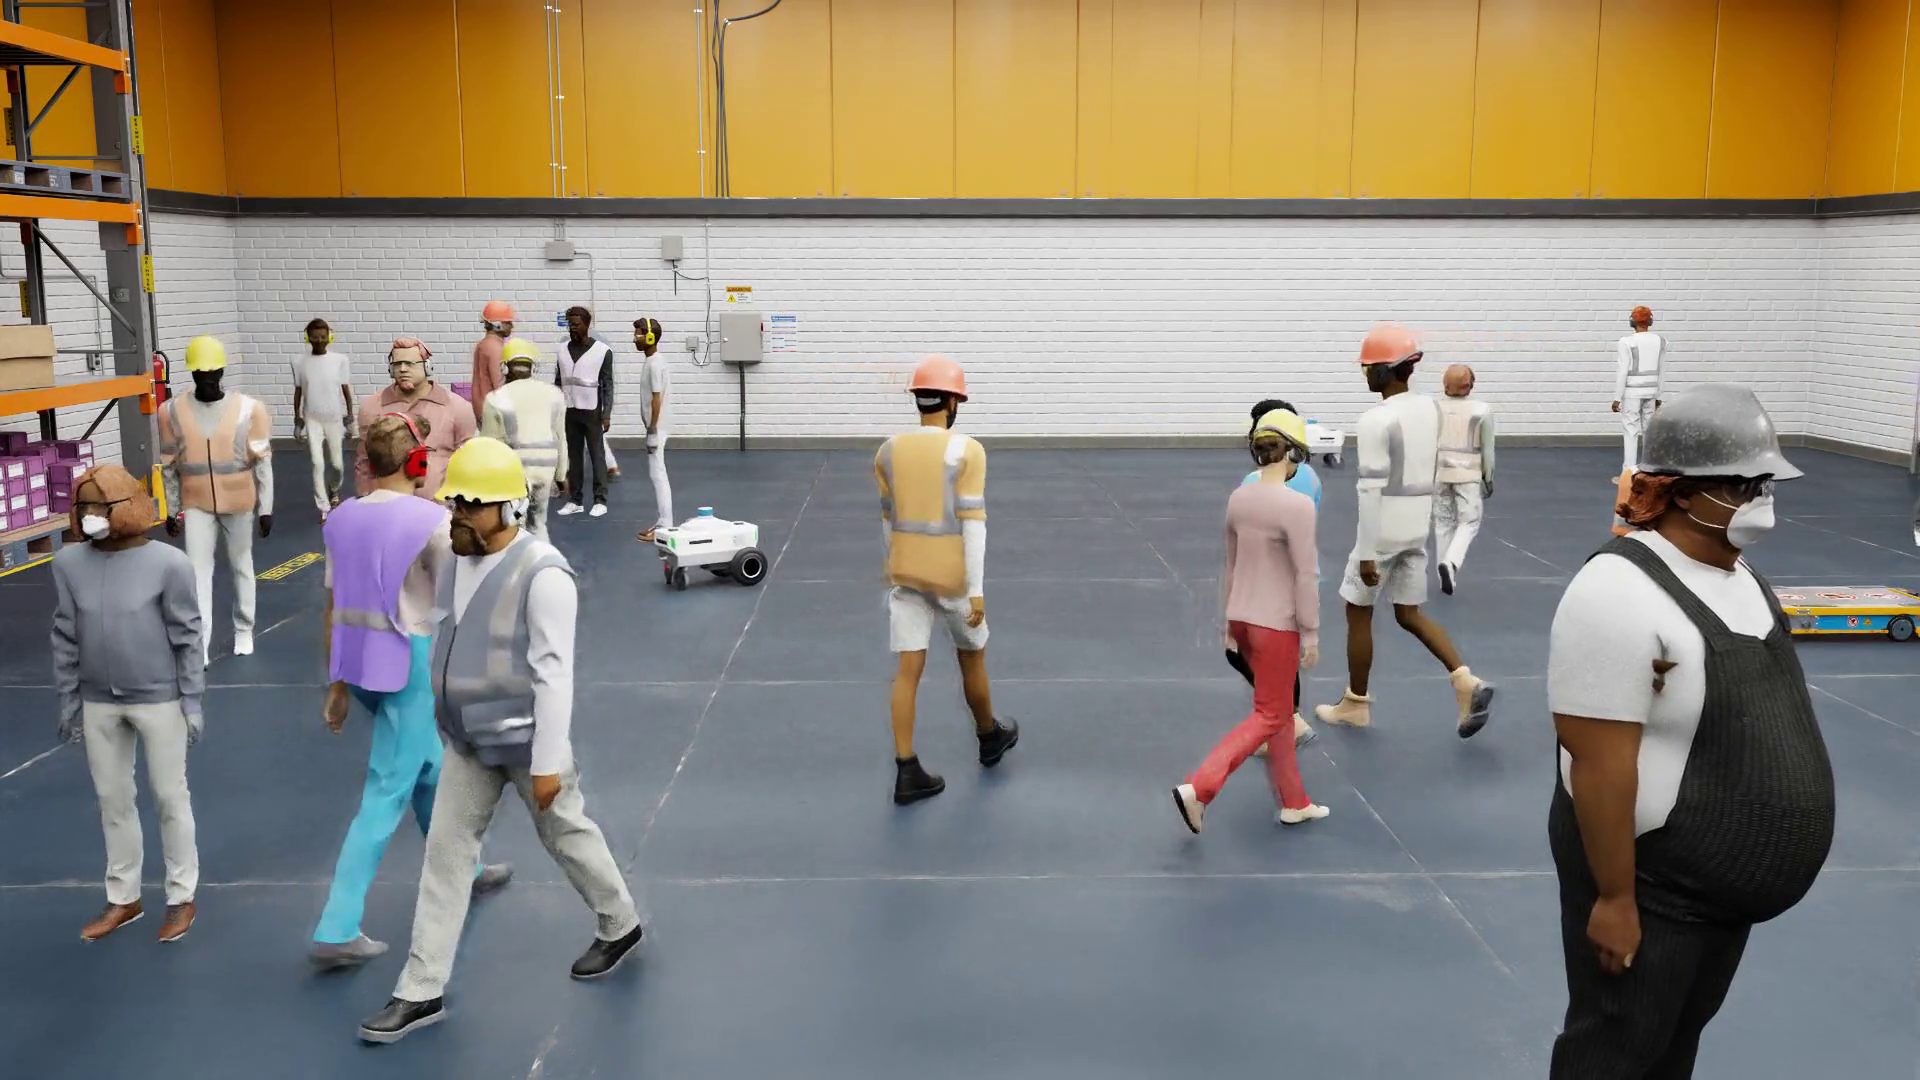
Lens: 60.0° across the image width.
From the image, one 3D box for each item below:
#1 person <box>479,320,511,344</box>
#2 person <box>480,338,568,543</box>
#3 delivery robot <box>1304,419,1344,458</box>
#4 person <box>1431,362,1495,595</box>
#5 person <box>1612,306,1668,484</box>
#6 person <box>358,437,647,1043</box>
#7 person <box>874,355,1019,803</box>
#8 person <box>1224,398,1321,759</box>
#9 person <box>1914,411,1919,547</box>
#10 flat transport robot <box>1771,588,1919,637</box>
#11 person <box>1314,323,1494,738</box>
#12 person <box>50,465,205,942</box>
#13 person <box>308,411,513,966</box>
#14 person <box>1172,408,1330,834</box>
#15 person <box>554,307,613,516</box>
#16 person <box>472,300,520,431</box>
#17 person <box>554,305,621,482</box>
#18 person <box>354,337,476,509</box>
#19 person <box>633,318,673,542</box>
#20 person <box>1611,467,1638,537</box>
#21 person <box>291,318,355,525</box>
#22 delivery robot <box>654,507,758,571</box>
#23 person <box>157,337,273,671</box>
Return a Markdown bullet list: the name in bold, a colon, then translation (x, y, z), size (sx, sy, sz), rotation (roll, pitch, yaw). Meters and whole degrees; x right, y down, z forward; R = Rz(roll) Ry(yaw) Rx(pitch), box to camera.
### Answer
- **person**: translation (-4.822, -1.539, 17.635), size (0.984, 1.896, 0.564), rotation (-3, 10, -19)
- **person**: translation (-2.914, -0.433, 11.062), size (0.622, 1.810, 0.420), rotation (-8, 12, -40)
- **delivery robot**: translation (4.009, -1.143, 18.975), size (0.707, 0.478, 0.477), rotation (-2, 9, -10)
- **person**: translation (3.406, -0.411, 11.495), size (0.518, 1.620, 0.624), rotation (6, 11, 33)
- **person**: translation (7.113, -1.506, 17.434), size (0.576, 1.879, 0.352), rotation (-2, 10, -14)
- **person**: translation (-1.368, 0.564, 5.062), size (0.593, 1.781, 0.961), rotation (7, 12, 37)
- **person**: translation (-0.062, 0.145, 7.298), size (0.563, 1.882, 0.981), rotation (5, 10, 27)
- **person**: translation (1.447, 0.208, 7.523), size (0.541, 1.689, 0.400), rotation (-8, 12, -42)
- **person**: translation (7.913, -0.820, 13.206), size (0.598, 1.892, 0.925), rotation (3, 10, 17)
- **flat transport robot**: translation (5.395, 0.445, 10.393), size (1.431, 0.197, 0.652), rotation (0, 9, -1)
- **person**: translation (2.141, -0.027, 7.970), size (0.620, 2.018, 0.831), rotation (-7, 12, -37)
- **person**: translation (-2.788, 0.554, 5.600), size (0.520, 1.623, 0.310), rotation (1, 9, 4)
- **person**: translation (-1.883, 0.472, 5.582), size (0.574, 1.801, 0.960), rotation (6, 11, 34)
- **person**: translation (1.172, 0.341, 6.628), size (0.771, 1.717, 0.550), rotation (-4, 10, -25)
- **person**: translation (-3.459, -1.180, 15.317), size (0.587, 1.920, 0.391), rotation (3, 10, 19)
- **person**: translation (-4.095, -1.097, 14.599), size (0.483, 1.995, 0.788), rotation (-5, 11, -29)
- **person**: translation (-3.977, -1.555, 17.734), size (0.941, 1.896, 0.624), rotation (4, 10, 23)
- **person**: translation (-2.915, -0.131, 8.924), size (0.639, 1.910, 0.406), rotation (-1, 9, -6)
- **person**: translation (-2.560, -0.919, 13.896), size (0.318, 1.866, 0.516), rotation (-2, 9, -10)
- **person**: translation (3.197, 0.216, 7.481), size (0.570, 1.689, 0.326), rotation (0, 9, -1)
- **person**: translation (-5.745, -1.084, 15.001), size (0.518, 1.840, 0.732), rotation (-4, 10, -22)
- **delivery robot**: translation (-1.818, 0.009, 11.912), size (0.707, 0.478, 0.477), rotation (-6, 11, -34)
- **person**: translation (-4.222, -0.201, 9.437), size (0.611, 1.874, 0.994), rotation (-2, 10, -15)
